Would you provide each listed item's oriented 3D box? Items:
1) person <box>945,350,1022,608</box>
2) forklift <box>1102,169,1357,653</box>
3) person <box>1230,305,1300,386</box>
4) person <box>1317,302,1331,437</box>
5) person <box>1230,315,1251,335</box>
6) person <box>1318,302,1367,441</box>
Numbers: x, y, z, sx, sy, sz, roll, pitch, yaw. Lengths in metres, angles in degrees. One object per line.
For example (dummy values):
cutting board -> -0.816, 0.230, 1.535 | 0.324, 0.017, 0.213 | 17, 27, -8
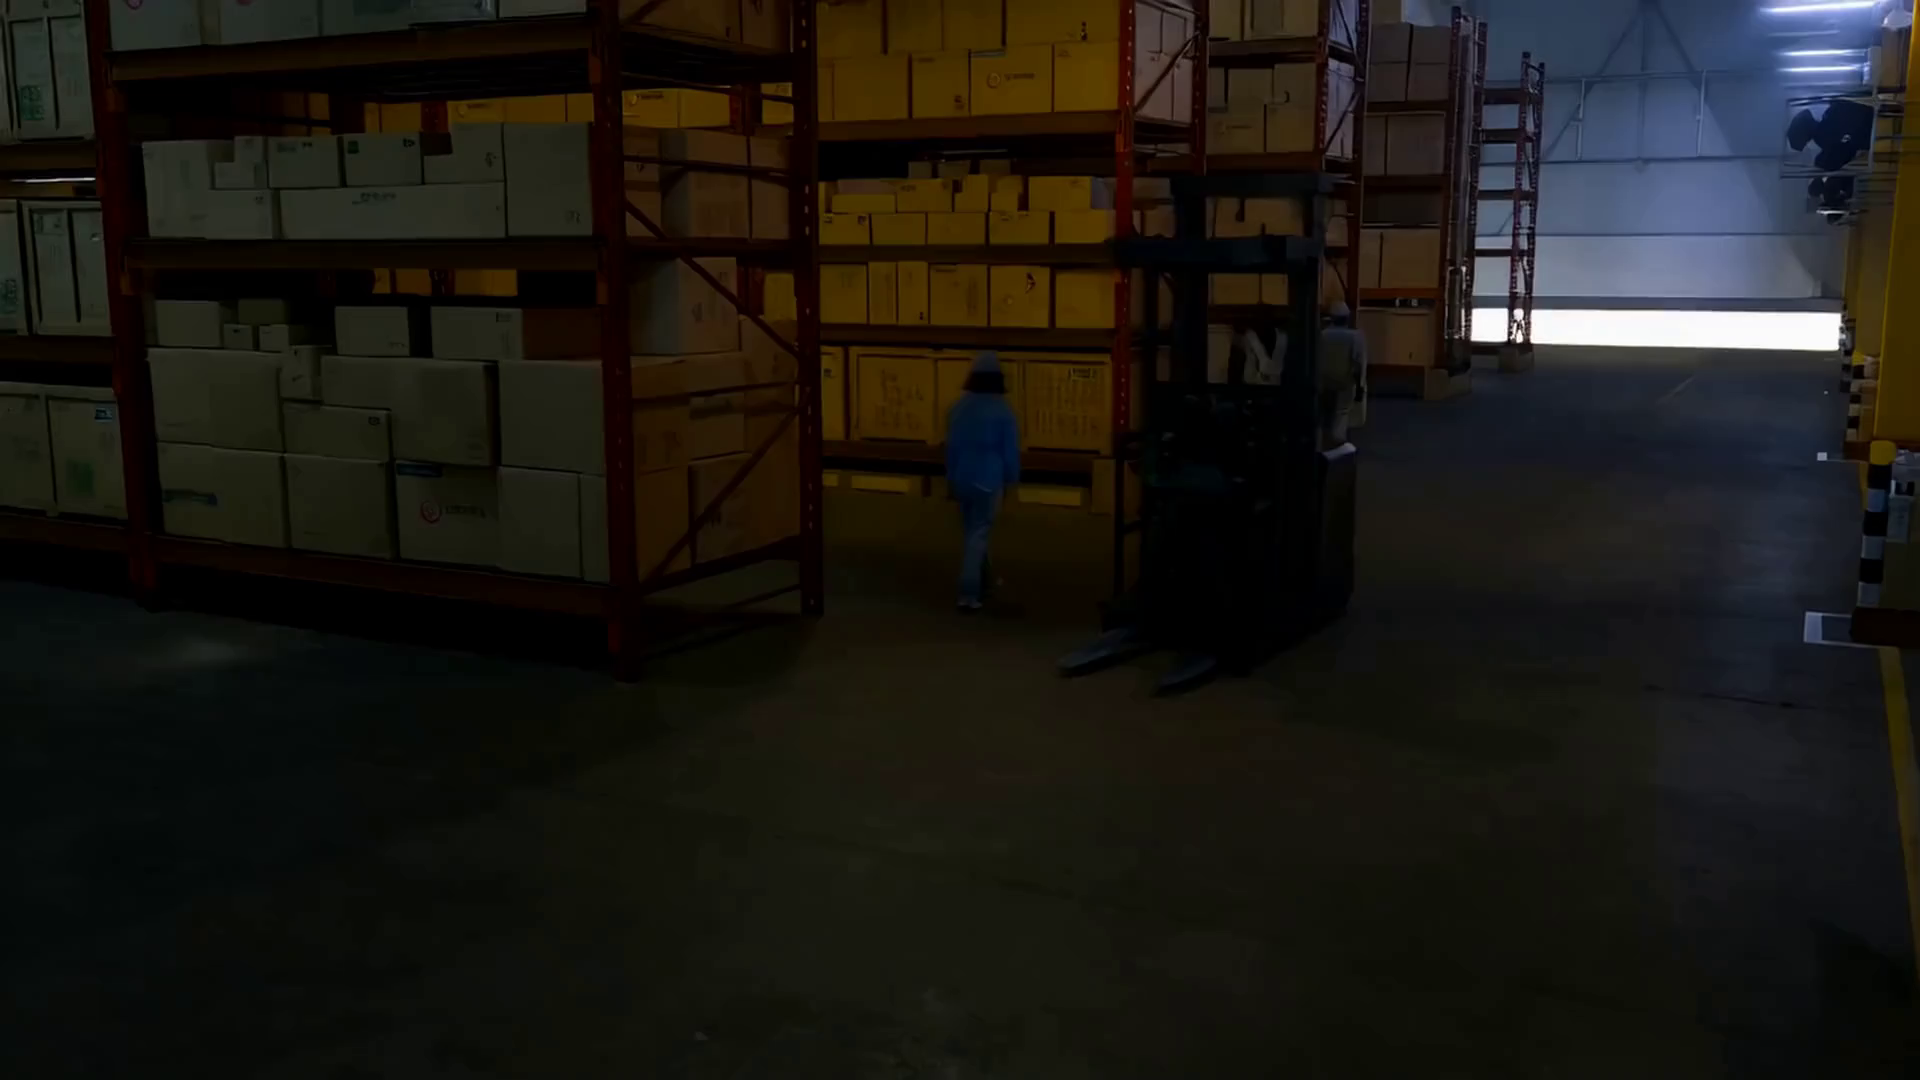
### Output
person -> 0.137, -0.416, 11.090 | 0.502, 1.694, 0.923 | 5, 11, 26
forklift -> 1.781, -0.889, 10.396 | 1.129, 2.768, 1.873 | 5, 11, 27
person -> 3.104, -1.481, 16.945 | 0.700, 1.807, 0.531 | -4, 10, -20
person -> 4.332, -2.012, 20.210 | 0.393, 1.738, 0.566 | 1, 10, 7
person -> 3.313, -1.837, 19.581 | 0.818, 1.590, 0.560 | 2, 10, 11
person -> 4.220, -1.745, 18.528 | 0.583, 1.792, 0.946 | 4, 11, 23
